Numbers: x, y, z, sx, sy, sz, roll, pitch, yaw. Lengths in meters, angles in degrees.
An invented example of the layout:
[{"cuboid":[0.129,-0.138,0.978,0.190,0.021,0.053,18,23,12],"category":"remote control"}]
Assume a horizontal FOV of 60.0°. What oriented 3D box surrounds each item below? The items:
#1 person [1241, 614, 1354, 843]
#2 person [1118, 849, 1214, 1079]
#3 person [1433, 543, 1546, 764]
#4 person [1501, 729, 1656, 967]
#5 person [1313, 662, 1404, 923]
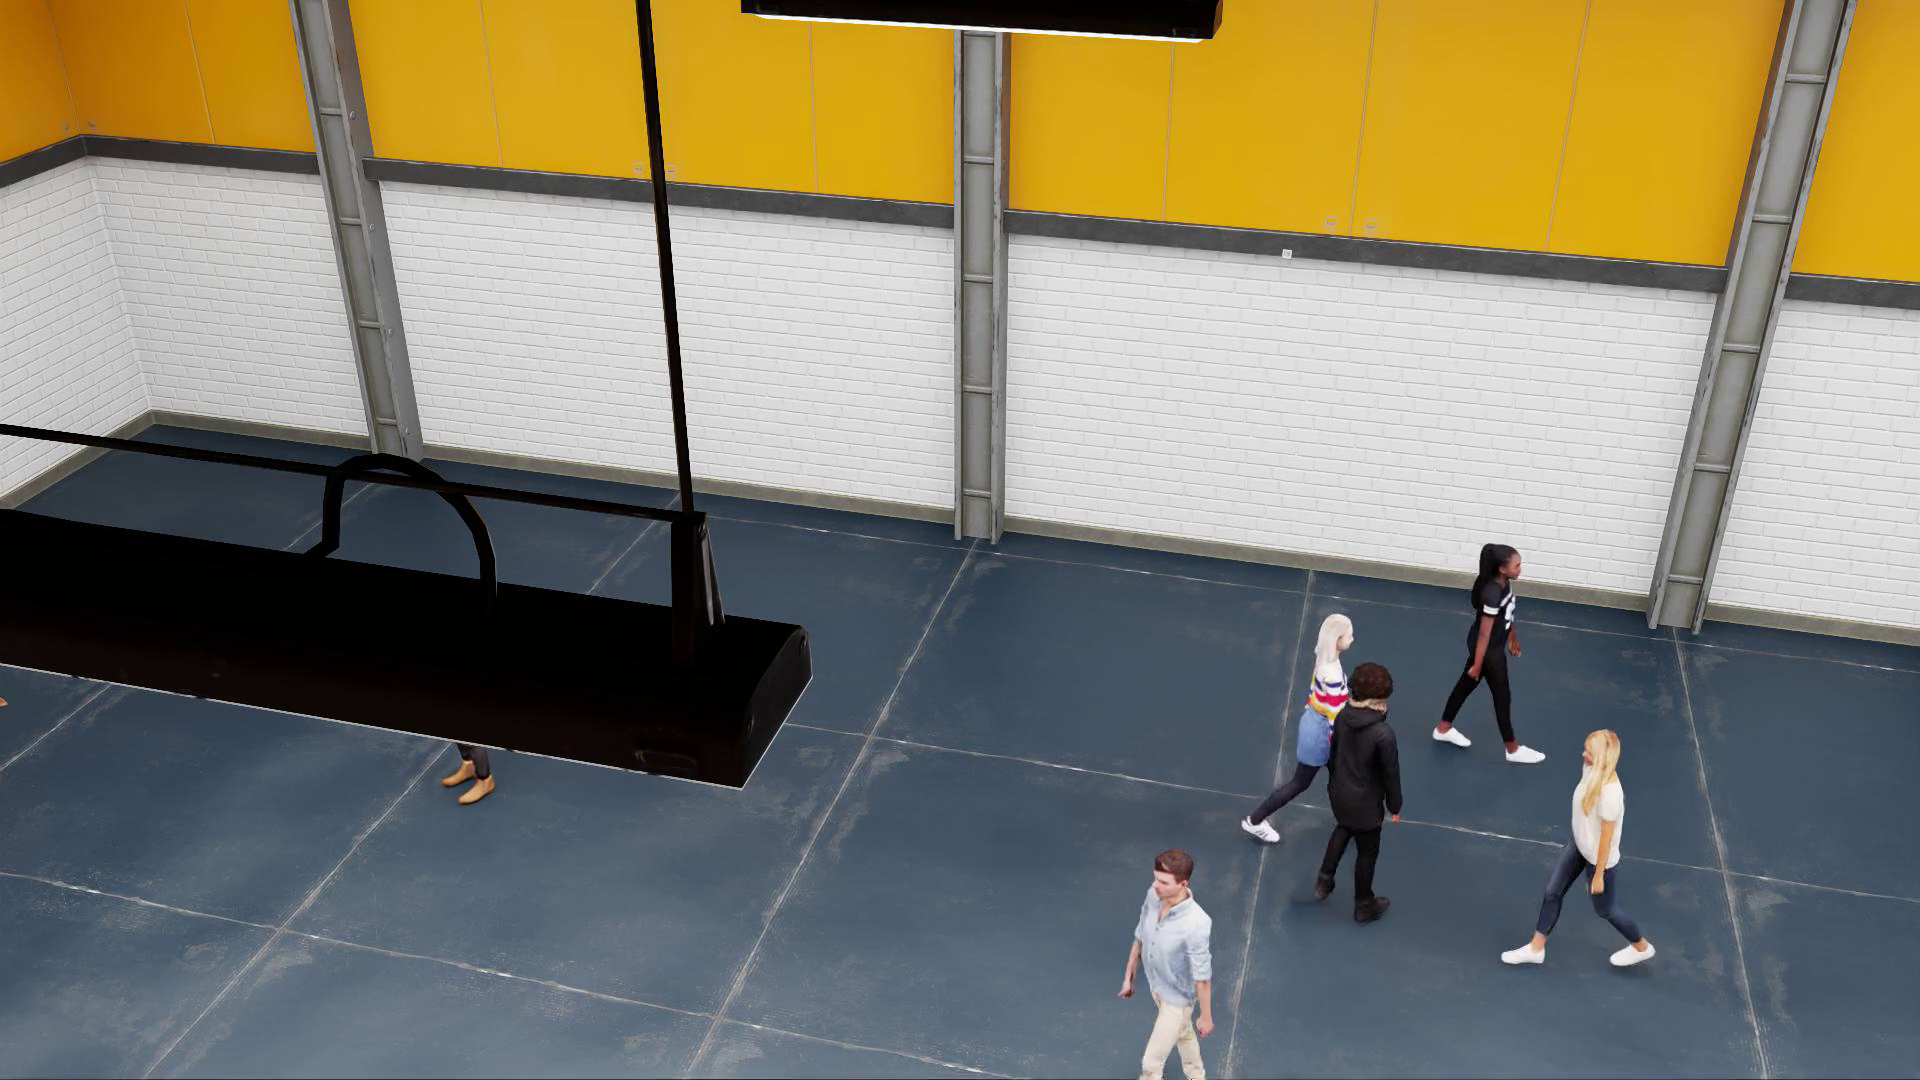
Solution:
[{"cuboid":[2.282,1.288,11.004,1.176,1.766,0.785,3,29,5],"category":"person"},{"cuboid":[1.226,2.386,8.937,1.175,1.816,1.084,-14,31,-23],"category":"person"},{"cuboid":[3.710,0.787,11.989,1.038,1.702,0.666,10,30,17],"category":"person"},{"cuboid":[3.868,1.886,9.909,1.216,1.763,0.872,-1,29,-1],"category":"person"},{"cuboid":[2.446,1.614,10.423,0.901,1.748,0.836,-14,32,-24],"category":"person"}]
